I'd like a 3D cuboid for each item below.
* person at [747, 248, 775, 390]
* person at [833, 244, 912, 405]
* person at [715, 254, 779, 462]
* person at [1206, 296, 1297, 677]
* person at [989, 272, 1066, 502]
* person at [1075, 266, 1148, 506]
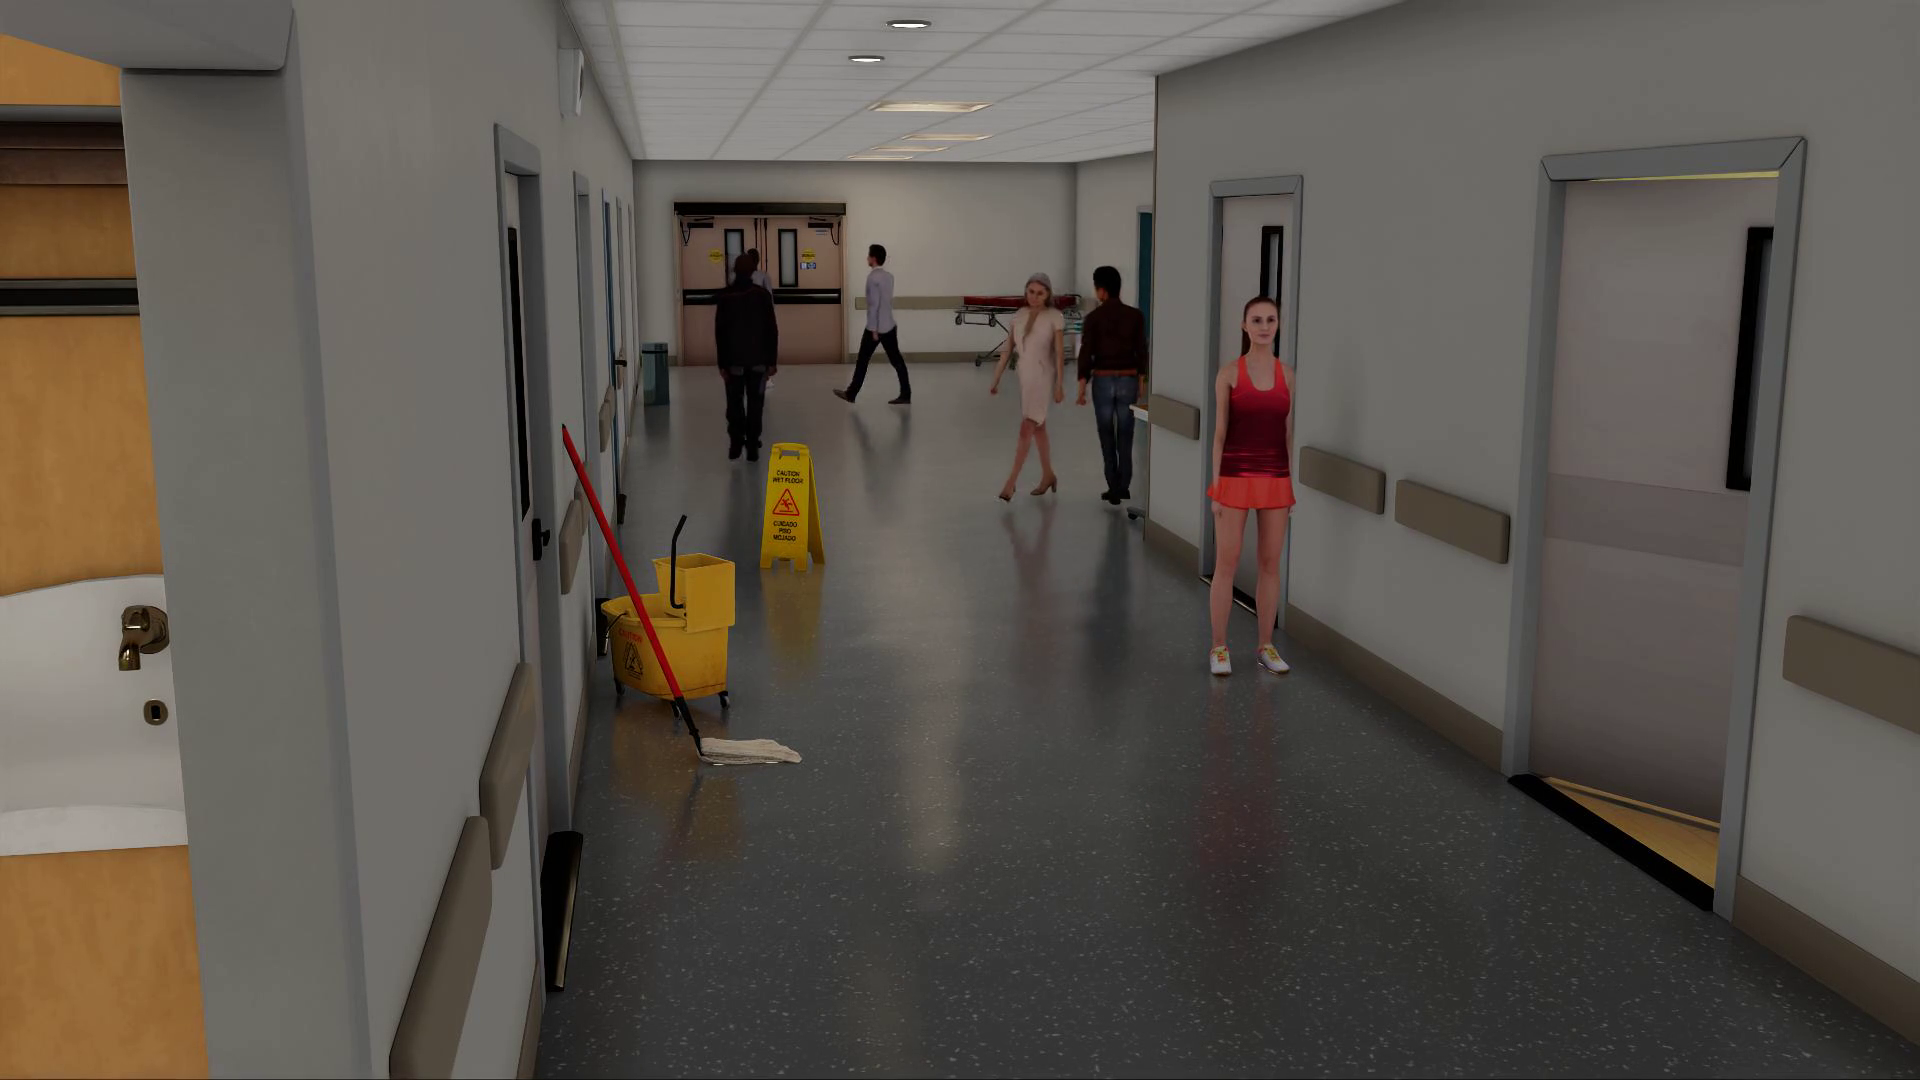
[{"bbox_3d":[-2.616,-2.822,21.197,0.669,1.771,0.629,1,11,5],"label":"person"},{"bbox_3d":[-0.819,-2.408,18.905,1.200,1.812,1.187,6,12,30],"label":"person"},{"bbox_3d":[-1.867,-1.579,14.542,0.743,1.809,0.799,-1,11,-4],"label":"person"},{"bbox_3d":[1.366,-0.259,7.739,0.553,1.754,0.545,-2,11,-9],"label":"person"},{"bbox_3d":[0.619,-1.120,12.447,1.127,1.690,1.155,10,15,44],"label":"person"},{"bbox_3d":[1.133,-1.087,12.118,0.708,1.746,0.745,0,11,0],"label":"person"}]
